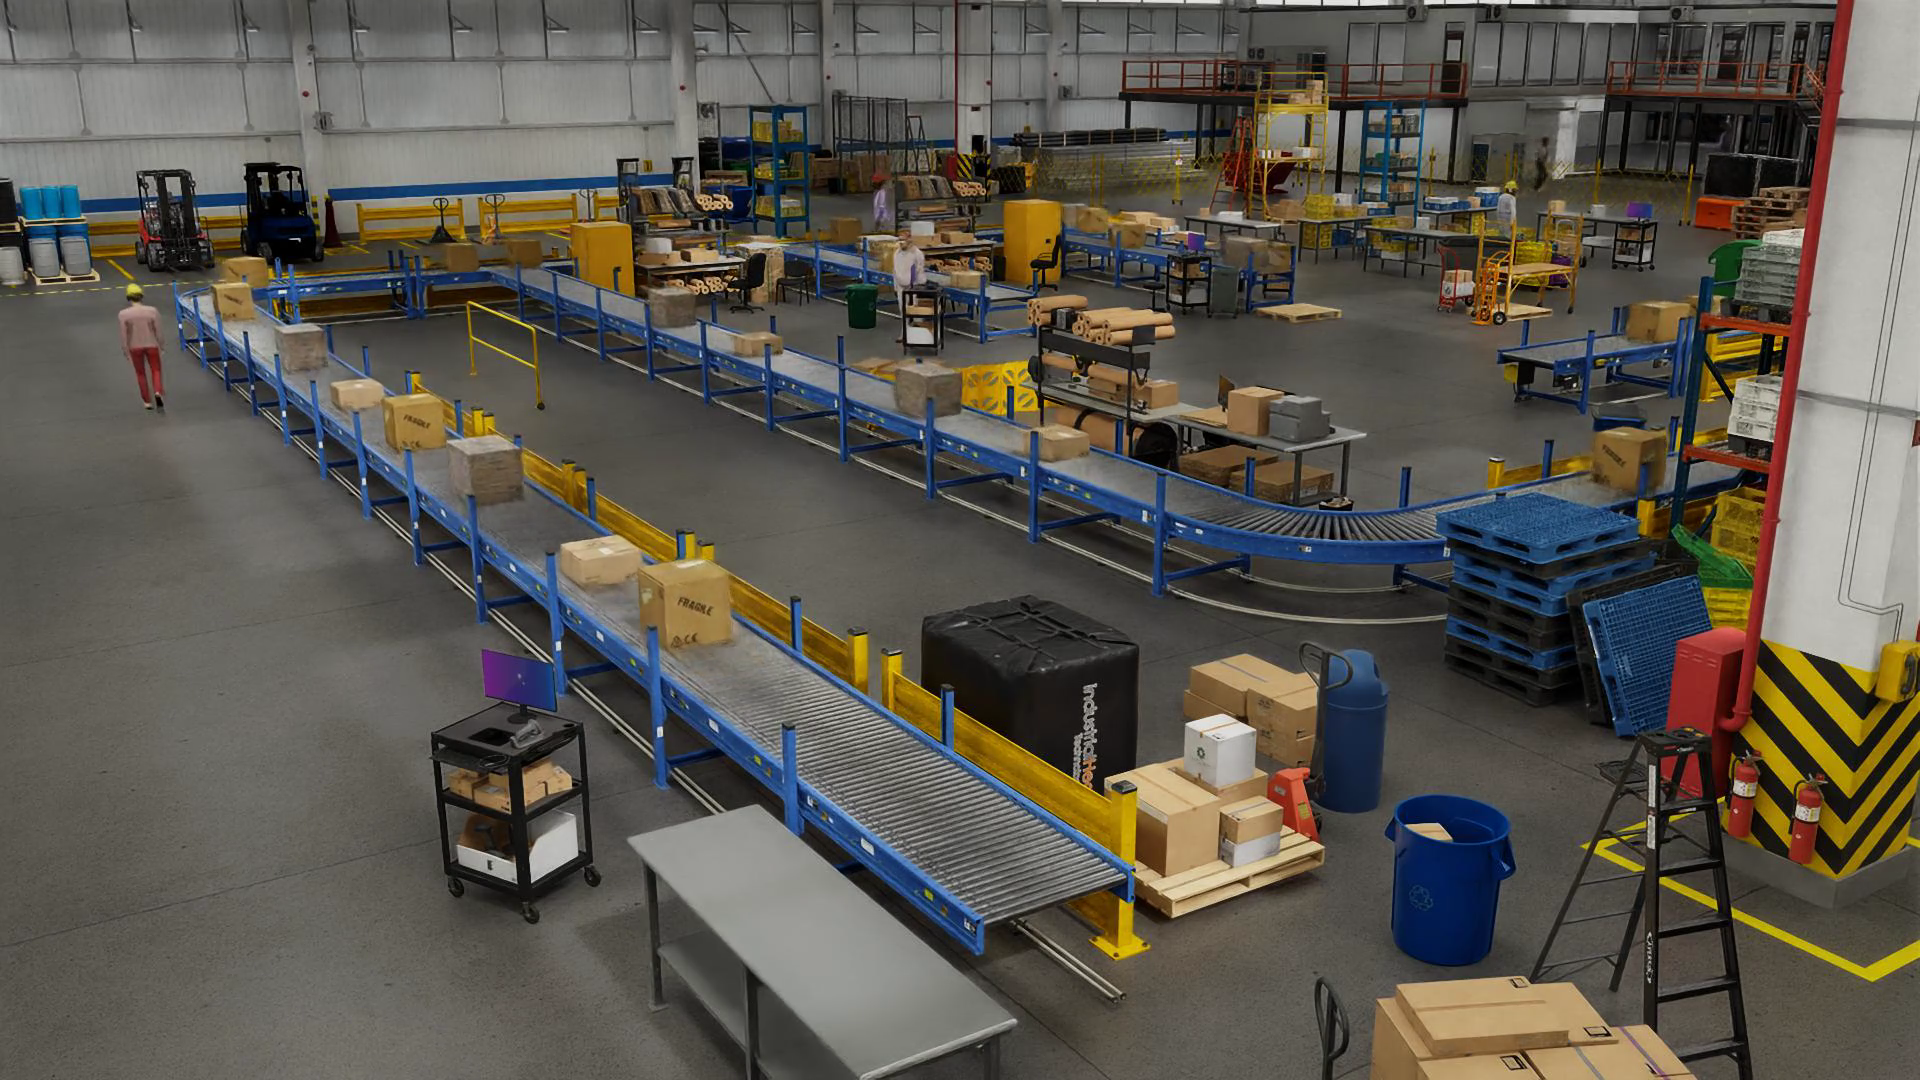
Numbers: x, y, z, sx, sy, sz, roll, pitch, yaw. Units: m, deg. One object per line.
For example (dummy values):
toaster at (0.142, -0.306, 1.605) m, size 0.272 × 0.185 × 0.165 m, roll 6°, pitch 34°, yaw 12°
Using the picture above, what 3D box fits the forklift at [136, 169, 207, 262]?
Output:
forklift at (-17.842, -7.318, 37.559) m, size 1.157 × 1.987 × 2.680 m, roll -10°, pitch 20°, yaw -31°

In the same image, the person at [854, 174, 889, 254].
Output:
person at (-1.961, -7.482, 38.616) m, size 1.017 × 1.991 × 0.638 m, roll -7°, pitch 18°, yaw -22°

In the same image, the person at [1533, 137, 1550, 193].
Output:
person at (19.650, -12.621, 56.009) m, size 0.554 × 1.824 × 0.537 m, roll 4°, pitch 17°, yaw 13°

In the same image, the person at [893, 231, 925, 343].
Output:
person at (-0.885, -4.255, 28.059) m, size 0.667 × 1.897 × 0.400 m, roll 13°, pitch 21°, yaw 36°

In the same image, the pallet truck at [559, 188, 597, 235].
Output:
pallet truck at (-10.010, -8.652, 43.699) m, size 0.653 × 1.274 × 1.630 m, roll -10°, pitch 20°, yaw -31°

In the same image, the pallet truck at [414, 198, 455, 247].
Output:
pallet truck at (-13.250, -8.060, 41.856) m, size 0.680 × 1.201 × 1.601 m, roll -10°, pitch 20°, yaw -31°

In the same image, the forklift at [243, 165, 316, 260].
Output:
forklift at (-15.898, -7.669, 38.708) m, size 1.157 × 1.987 × 2.680 m, roll -11°, pitch 20°, yaw -33°

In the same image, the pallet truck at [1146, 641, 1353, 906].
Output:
pallet truck at (1.664, 1.407, 10.232) m, size 1.630 × 1.274 × 0.653 m, roll -10°, pitch 20°, yaw -31°

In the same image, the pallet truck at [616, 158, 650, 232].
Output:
pallet truck at (-8.918, -9.176, 44.255) m, size 0.823 × 1.965 × 1.885 m, roll -9°, pitch 19°, yaw -27°

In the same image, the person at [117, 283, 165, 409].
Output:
person at (-11.319, -2.677, 23.030) m, size 0.549 × 1.752 × 0.366 m, roll -10°, pitch 19°, yaw -29°

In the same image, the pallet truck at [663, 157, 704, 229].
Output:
pallet truck at (-7.586, -9.308, 44.692) m, size 0.823 × 1.965 × 1.885 m, roll -11°, pitch 20°, yaw -33°

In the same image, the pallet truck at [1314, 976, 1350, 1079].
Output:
pallet truck at (2.299, 2.390, 7.086) m, size 1.601 × 1.201 × 0.680 m, roll -2°, pitch 17°, yaw -7°

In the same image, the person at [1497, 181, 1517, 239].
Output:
person at (12.723, -7.411, 38.674) m, size 0.404 × 1.827 × 0.590 m, roll -5°, pitch 17°, yaw -16°

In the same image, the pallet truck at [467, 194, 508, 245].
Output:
pallet truck at (-11.983, -8.177, 42.137) m, size 0.704 × 1.261 × 1.522 m, roll -11°, pitch 20°, yaw -33°
